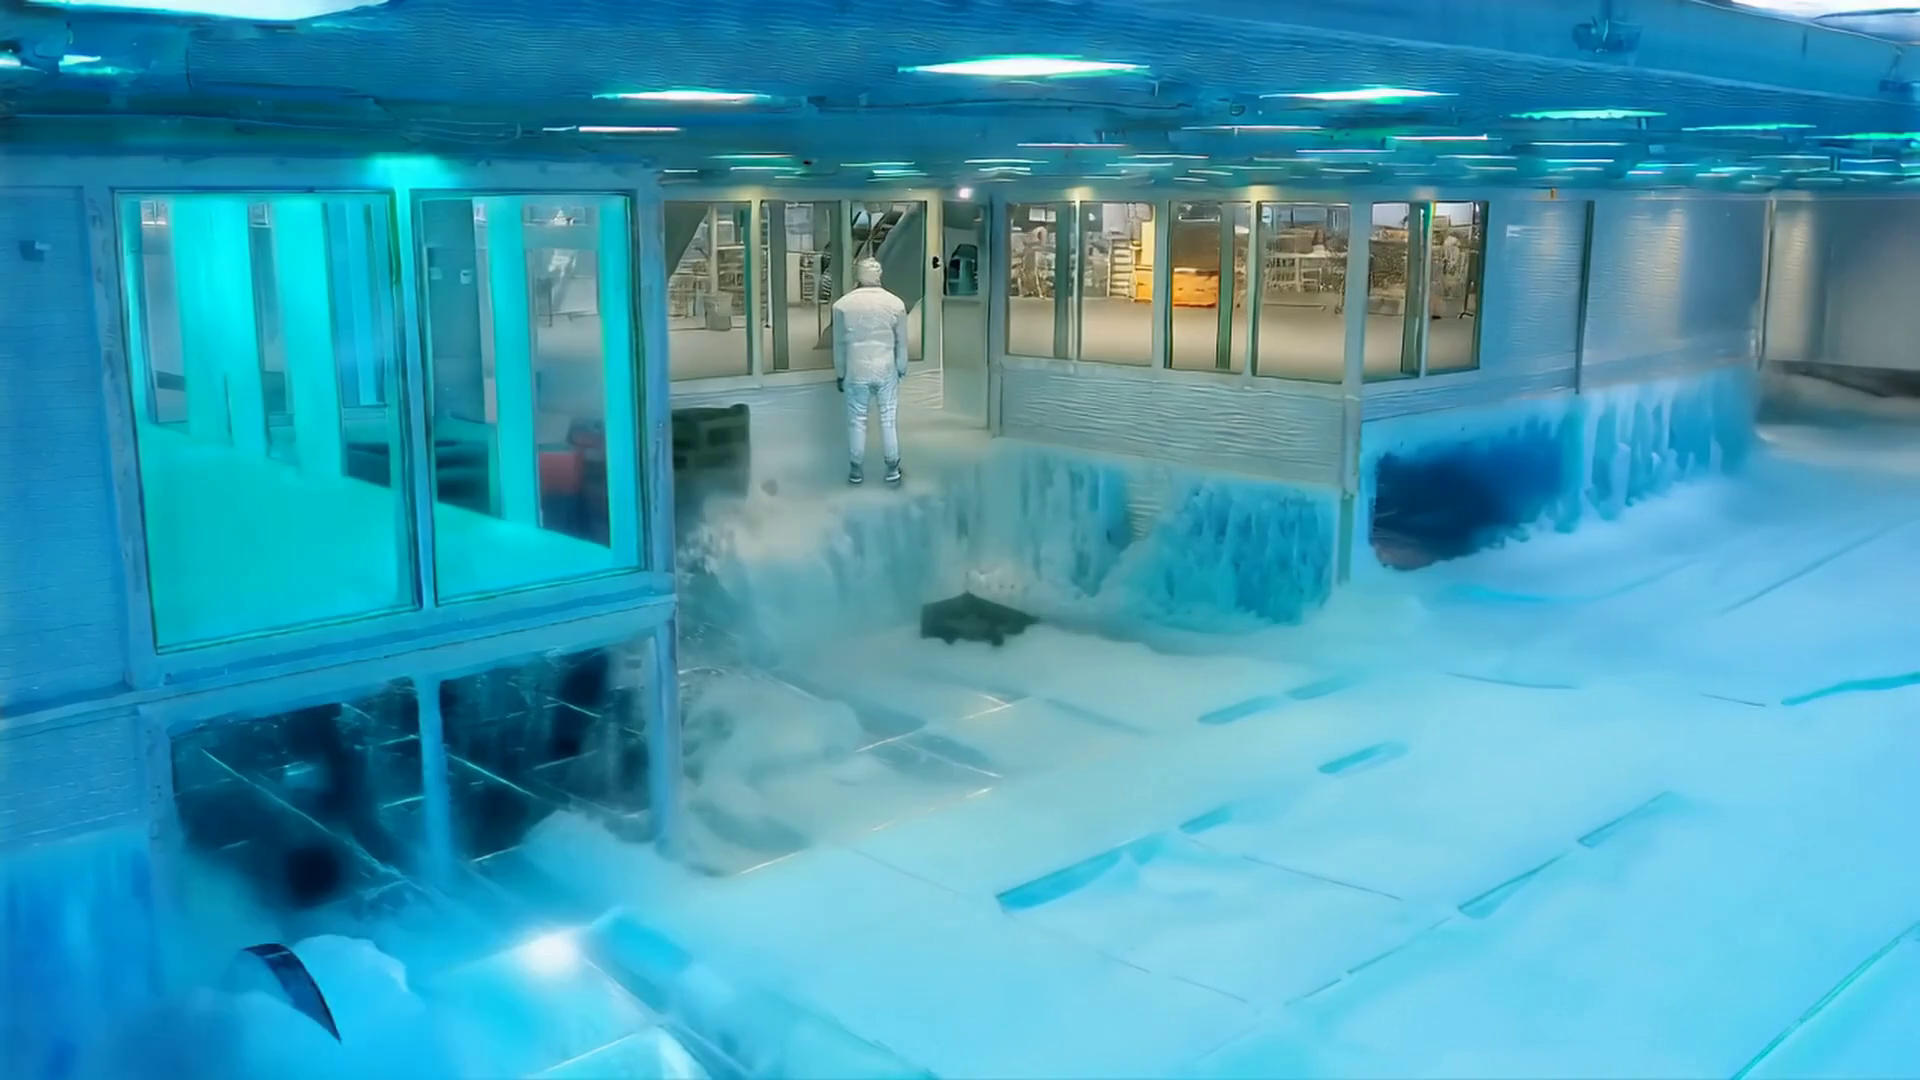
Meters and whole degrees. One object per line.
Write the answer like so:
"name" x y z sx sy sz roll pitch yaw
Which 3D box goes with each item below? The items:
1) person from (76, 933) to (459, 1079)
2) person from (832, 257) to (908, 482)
"person" -0.448 1.167 1.218 0.328 1.874 0.512 -10 15 -41
"person" -0.757 -1.438 14.168 0.640 1.910 0.407 1 11 3
